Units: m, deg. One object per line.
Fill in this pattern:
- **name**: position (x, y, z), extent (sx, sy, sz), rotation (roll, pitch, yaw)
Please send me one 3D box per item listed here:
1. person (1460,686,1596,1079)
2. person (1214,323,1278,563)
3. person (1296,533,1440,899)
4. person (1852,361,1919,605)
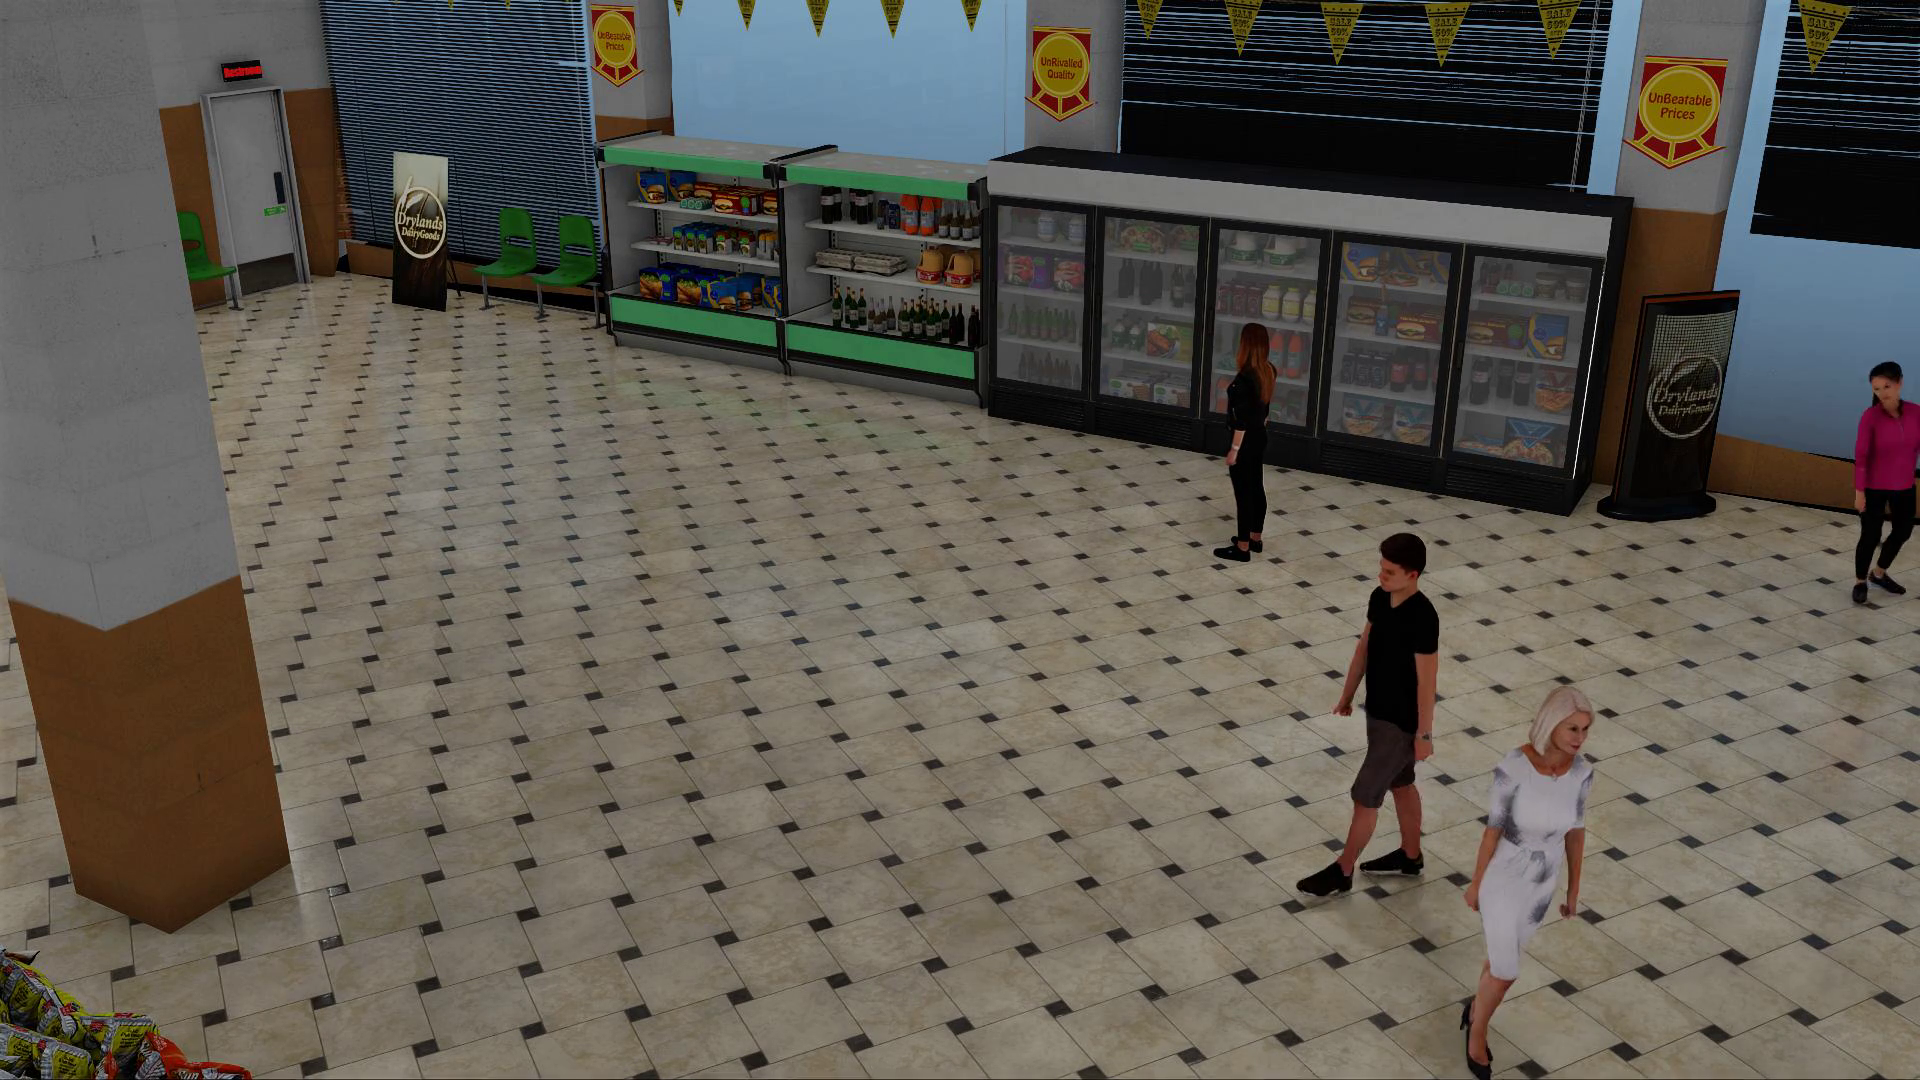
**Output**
- **person**: position (2.207, 1.326, 6.699), extent (0.723, 1.725, 0.783), rotation (-5, 22, -11)
- **person**: position (2.048, -0.694, 11.742), extent (0.547, 1.712, 0.628), rotation (15, 27, 33)
- **person**: position (2.136, 0.822, 7.804), extent (1.111, 1.836, 1.037), rotation (-4, 22, -9)
- **person**: position (6.093, -0.348, 10.962), extent (0.807, 1.652, 0.904), rotation (-8, 23, -18)
